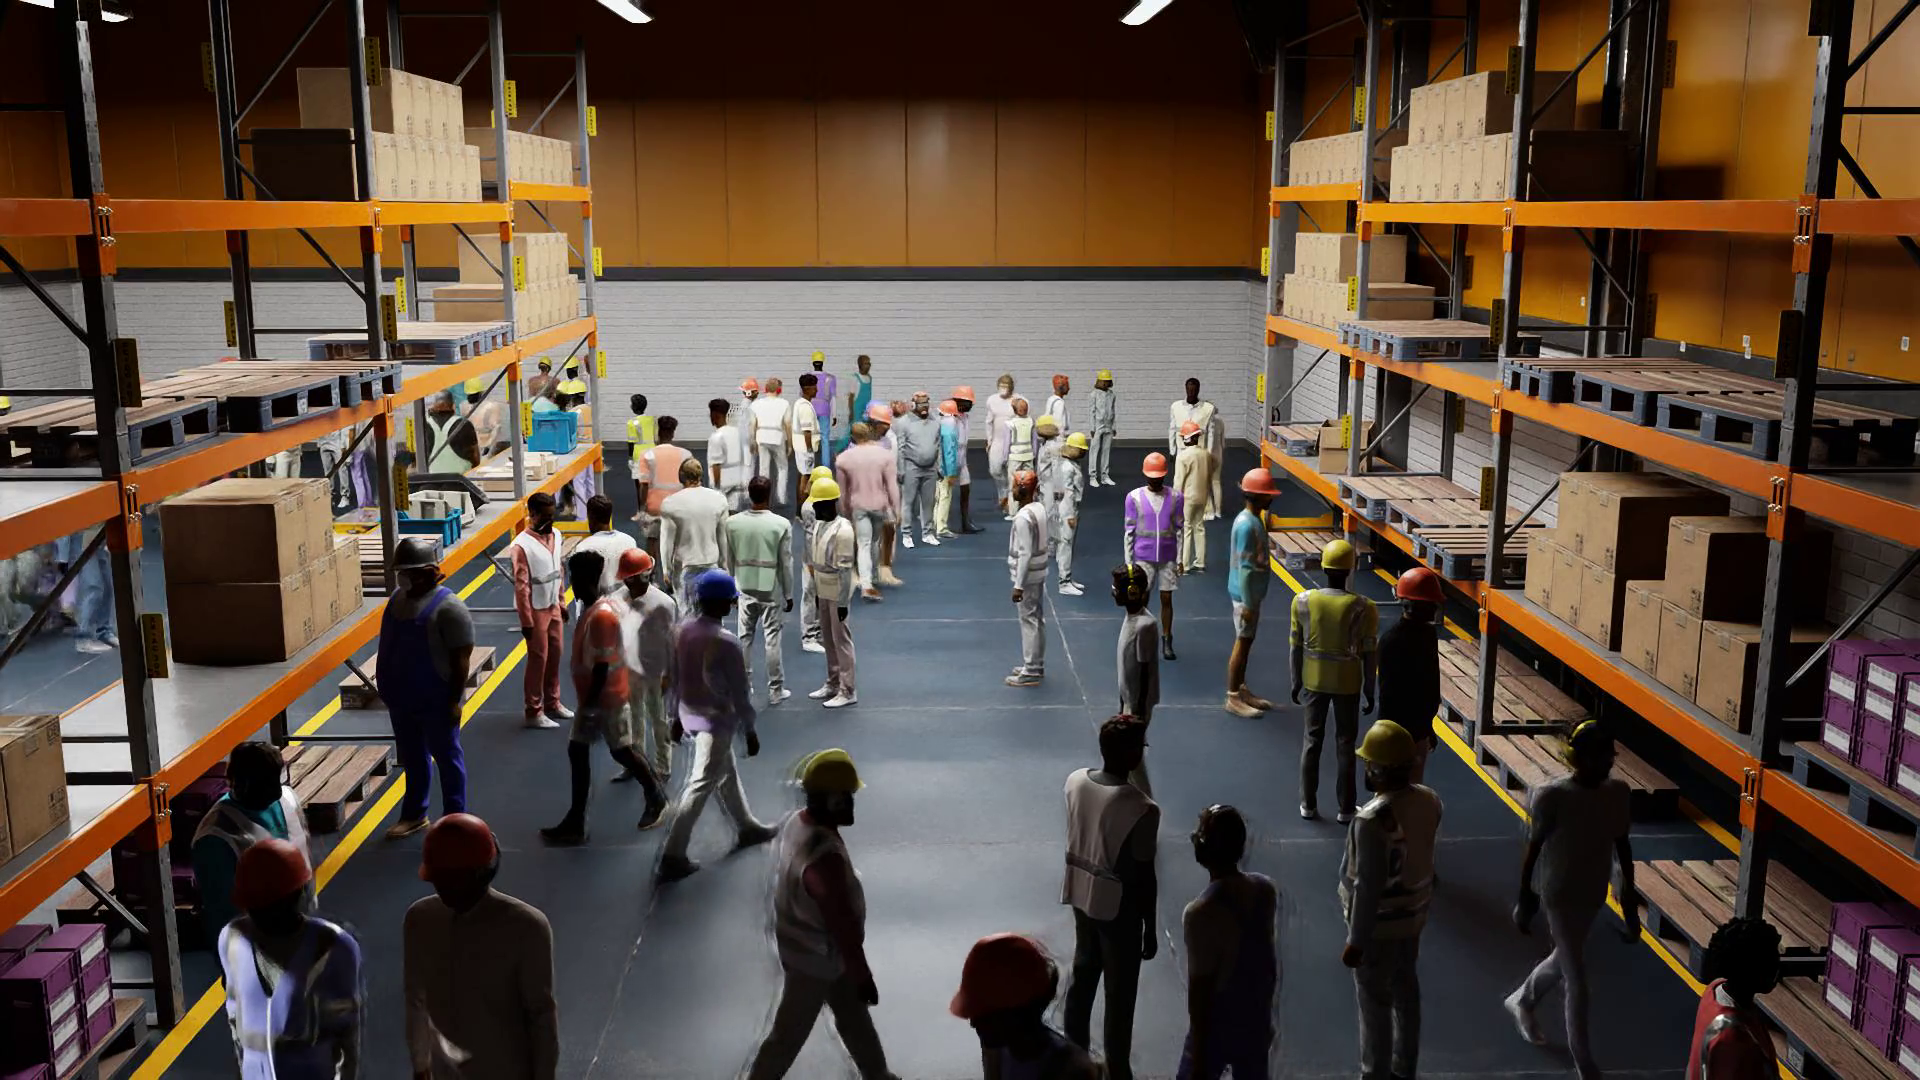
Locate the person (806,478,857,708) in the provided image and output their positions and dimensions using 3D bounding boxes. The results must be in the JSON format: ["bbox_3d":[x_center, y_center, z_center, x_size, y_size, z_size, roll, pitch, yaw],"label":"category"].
[{"bbox_3d":[-1.073,0.429,13.794,0.396,1.918,0.588,-6,13,-27],"label":"person"}]

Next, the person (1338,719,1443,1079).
[{"bbox_3d":[1.928,1.711,7.579,0.404,1.829,0.600,11,16,44],"label":"person"}]

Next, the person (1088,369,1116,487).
[{"bbox_3d":[2.130,-1.668,24.746,0.486,1.744,0.294,-8,14,-34],"label":"person"}]

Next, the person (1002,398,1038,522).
[{"bbox_3d":[0.793,-1.054,21.933,0.522,1.637,0.306,-6,13,-27],"label":"person"}]

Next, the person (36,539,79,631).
[{"bbox_3d":[-8.848,-0.006,16.189,0.523,1.829,0.417,-4,12,-21],"label":"person"}]

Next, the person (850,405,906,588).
[{"bbox_3d":[-0.899,-0.449,17.990,0.826,1.993,0.696,11,15,43],"label":"person"}]

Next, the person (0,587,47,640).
[{"bbox_3d":[-9.195,0.063,15.877,0.615,1.813,0.645,7,13,33],"label":"person"}]

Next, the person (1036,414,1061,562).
[{"bbox_3d":[1.085,-0.608,19.586,0.336,1.710,0.653,-2,11,-9],"label":"person"}]

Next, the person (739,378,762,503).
[{"bbox_3d":[-2.931,-1.401,23.378,0.326,1.752,0.563,-2,11,-10],"label":"person"}]

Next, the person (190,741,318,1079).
[{"bbox_3d":[-3.066,1.760,7.353,0.429,1.831,0.630,2,11,11],"label":"person"}]

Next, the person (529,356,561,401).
[{"bbox_3d":[-6.661,-2.077,26.774,0.533,1.757,0.336,0,11,-2],"label":"person"}]

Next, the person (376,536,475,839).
[{"bbox_3d":[-3.488,0.979,10.723,0.672,2.000,0.536,6,13,29],"label":"person"}]

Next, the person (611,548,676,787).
[{"bbox_3d":[-2.275,0.906,11.837,0.562,1.742,0.338,7,13,32],"label":"person"}]

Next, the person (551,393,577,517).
[{"bbox_3d":[-5.258,-1.125,22.142,0.572,1.685,0.352,9,14,37],"label":"person"}]

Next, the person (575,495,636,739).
[{"bbox_3d":[-2.750,0.596,12.988,0.398,1.909,0.599,7,13,32],"label":"person"}]

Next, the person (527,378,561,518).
[{"bbox_3d":[-5.483,-1.180,21.908,0.663,1.902,0.463,9,14,39],"label":"person"}]

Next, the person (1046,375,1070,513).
[{"bbox_3d":[1.315,-1.308,22.613,0.344,1.875,0.572,-2,11,-9],"label":"person"}]

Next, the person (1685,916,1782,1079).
[{"bbox_3d":[2.693,2.124,5.848,0.316,1.696,0.541,4,12,19],"label":"person"}]

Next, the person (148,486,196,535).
[{"bbox_3d":[-9.704,-0.874,20.669,0.974,1.778,0.627,1,11,6],"label":"person"}]

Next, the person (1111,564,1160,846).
[{"bbox_3d":[1.124,1.067,10.765,0.327,1.853,0.526,-1,11,-4],"label":"person"}]

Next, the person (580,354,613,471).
[{"bbox_3d":[-5.874,-2.005,26.135,0.723,1.864,0.591,1,11,3],"label":"person"}]

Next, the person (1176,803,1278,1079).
[{"bbox_3d":[1.123,1.949,6.507,0.536,1.810,0.853,-8,14,-33],"label":"person"}]

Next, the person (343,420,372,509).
[{"bbox_3d":[-7.978,-1.164,21.919,0.333,1.865,0.520,1,11,3],"label":"person"}]

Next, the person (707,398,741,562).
[{"bbox_3d":[-2.795,-0.682,19.274,0.569,1.947,0.616,6,13,28],"label":"person"}]

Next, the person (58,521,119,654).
[{"bbox_3d":[-8.039,0.120,15.419,0.530,1.890,0.664,-2,11,-8],"label":"person"}]

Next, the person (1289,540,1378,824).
[{"bbox_3d":[2.501,0.949,11.150,0.592,1.930,0.356,5,12,24],"label":"person"}]

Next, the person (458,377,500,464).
[{"bbox_3d":[-6.480,-1.286,22.520,0.603,1.861,0.752,4,12,20],"label":"person"}]

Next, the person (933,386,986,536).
[{"bbox_3d":[-0.041,-0.982,20.944,0.649,1.905,0.560,6,13,28],"label":"person"}]

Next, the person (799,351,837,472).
[{"bbox_3d":[-2.202,-1.980,25.884,0.588,1.919,0.401,0,11,2],"label":"person"}]

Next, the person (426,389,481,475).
[{"bbox_3d":[-6.080,-0.853,19.911,0.695,2.000,0.986,0,11,0],"label":"person"}]

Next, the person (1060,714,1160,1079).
[{"bbox_3d":[0.675,1.698,7.646,0.384,1.836,0.562,-9,14,-37],"label":"person"}]

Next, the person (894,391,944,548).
[{"bbox_3d":[-0.476,-0.863,20.294,0.639,1.911,0.406,-6,13,-29],"label":"person"}]

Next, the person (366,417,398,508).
[{"bbox_3d":[-7.830,-1.112,22.287,0.711,1.609,0.516,2,11,11],"label":"person"}]
